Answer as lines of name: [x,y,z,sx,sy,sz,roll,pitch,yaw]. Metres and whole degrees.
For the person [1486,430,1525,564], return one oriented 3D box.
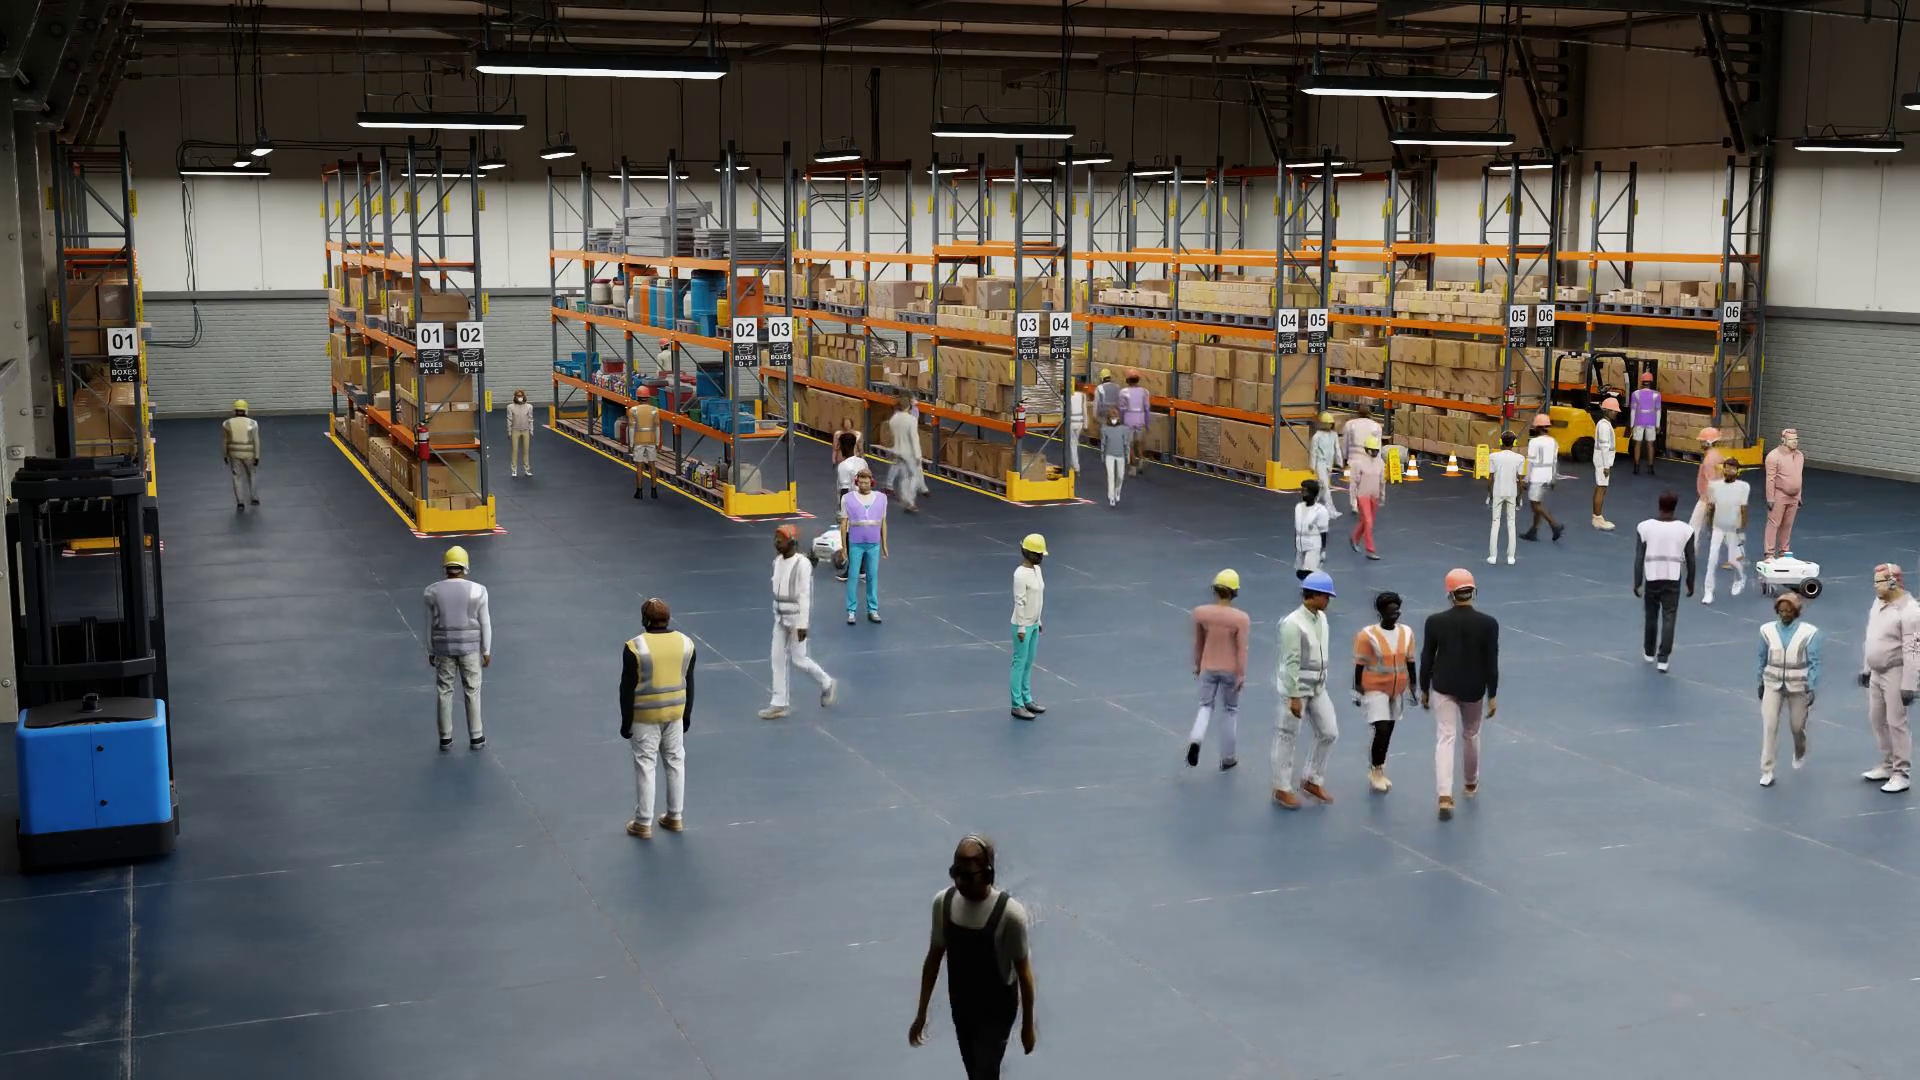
person: [7.572,-0.599,29.117,0.500,1.862,0.331,2,9,10]

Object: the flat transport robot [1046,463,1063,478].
flat transport robot: [1.412,-1.335,39.424,0.652,0.197,1.431,-3,9,-19]

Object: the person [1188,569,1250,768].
person: [2.216,1.120,17.981,0.528,1.747,0.583,4,10,26]

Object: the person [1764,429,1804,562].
person: [11.377,-0.584,28.843,0.643,1.910,0.400,-4,9,-25]

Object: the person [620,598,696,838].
person: [-2.339,1.358,16.161,0.629,1.838,0.429,-7,11,-38]

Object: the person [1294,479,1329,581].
person: [4.246,0.091,25.117,0.650,1.681,0.538,-6,10,-33]

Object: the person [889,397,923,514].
person: [-0.870,-1.392,34.288,0.672,1.901,0.459,8,12,44]

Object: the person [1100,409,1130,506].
person: [2.610,-1.412,35.328,0.500,1.611,0.710,0,9,-3]

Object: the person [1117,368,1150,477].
person: [3.226,-2.195,39.205,0.602,2.019,0.531,-3,9,-19]

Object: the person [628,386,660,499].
person: [-5.442,-1.691,36.103,0.552,1.942,0.340,-3,9,-19]

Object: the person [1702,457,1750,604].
person: [9.586,-0.144,26.142,0.544,1.843,0.712,6,10,33]

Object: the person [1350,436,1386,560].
person: [5.773,-0.633,29.774,0.526,1.731,0.815,-4,9,-24]

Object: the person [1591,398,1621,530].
person: [10.012,-1.189,32.453,0.393,2.036,0.605,2,9,13]

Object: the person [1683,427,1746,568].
person: [10.316,-0.577,28.673,0.998,1.956,0.642,6,10,34]

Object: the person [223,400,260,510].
person: [-11.937,-1.433,34.845,0.609,1.796,0.824,-2,9,-11]

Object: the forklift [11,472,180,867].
forklift: [-6.630,0.886,15.957,1.129,2.768,1.873,-3,9,-21]

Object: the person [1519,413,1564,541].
person: [8.664,-0.915,31.040,0.563,1.919,0.771,-6,11,-36]

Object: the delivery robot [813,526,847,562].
delivery robot: [-1.749,0.043,28.980,0.477,0.478,0.707,3,9,22]

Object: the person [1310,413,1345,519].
person: [5.890,-1.190,33.566,0.505,1.694,0.888,-6,10,-33]

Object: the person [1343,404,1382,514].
person: [6.574,-1.335,34.246,0.625,1.801,0.985,2,9,14]

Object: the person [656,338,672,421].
person: [-7.123,-3.904,50.721,0.407,1.986,0.615,6,11,37]

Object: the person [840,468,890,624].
person: [-1.125,0.062,24.765,0.595,1.839,0.398,-2,9,-16]

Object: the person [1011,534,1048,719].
person: [0.672,0.810,20.040,0.337,1.762,0.525,4,9,23]

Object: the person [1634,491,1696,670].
person: [7.495,0.412,22.279,0.616,1.880,0.830,3,9,18]

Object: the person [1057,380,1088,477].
person: [2.055,-2.135,39.405,0.591,1.837,0.951,-5,10,-29]

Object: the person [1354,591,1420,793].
person: [3.546,1.253,17.317,0.550,1.673,0.520,-4,9,-24]

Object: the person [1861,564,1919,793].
person: [7.764,1.137,17.439,0.437,1.891,0.726,0,9,-3]

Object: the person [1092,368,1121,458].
person: [2.954,-2.552,42.253,0.622,1.817,0.430,-3,9,-21]

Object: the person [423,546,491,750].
person: [-4.497,0.965,18.798,0.587,1.823,0.403,-1,9,-5]

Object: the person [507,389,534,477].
person: [-8.238,-2.008,39.250,0.500,1.633,0.279,-4,9,-25]

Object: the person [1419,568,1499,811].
person: [4.022,1.196,16.909,0.616,1.939,1.040,3,9,17]

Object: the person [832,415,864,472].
person: [-1.822,-1.252,34.293,0.523,1.617,0.720,1,9,7]

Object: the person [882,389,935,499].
person: [-0.927,-1.664,36.124,1.006,1.897,0.654,5,10,31]

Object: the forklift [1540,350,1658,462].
forklift: [12.897,-2.725,42.309,2.313,2.155,1.214,-3,9,-21]

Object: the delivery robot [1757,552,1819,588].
delivery robot: [10.522,0.396,26.630,0.707,0.478,0.477,1,8,5]

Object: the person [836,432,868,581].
person: [-1.450,-0.451,27.764,0.366,1.962,0.614,5,10,28]

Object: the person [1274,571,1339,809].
person: [2.796,1.214,16.806,0.662,1.916,0.588,-8,12,-42]

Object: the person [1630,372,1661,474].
person: [12.974,-2.217,39.638,0.551,1.932,0.378,3,9,17]

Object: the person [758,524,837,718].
person: [-1.565,0.759,20.063,0.750,1.863,0.588,-7,11,-40]

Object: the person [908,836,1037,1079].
person: [0.033,2.294,9.964,0.521,1.810,0.831,7,11,38]

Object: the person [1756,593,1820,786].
person: [6.986,1.232,17.681,0.518,1.616,0.662,6,10,33]
